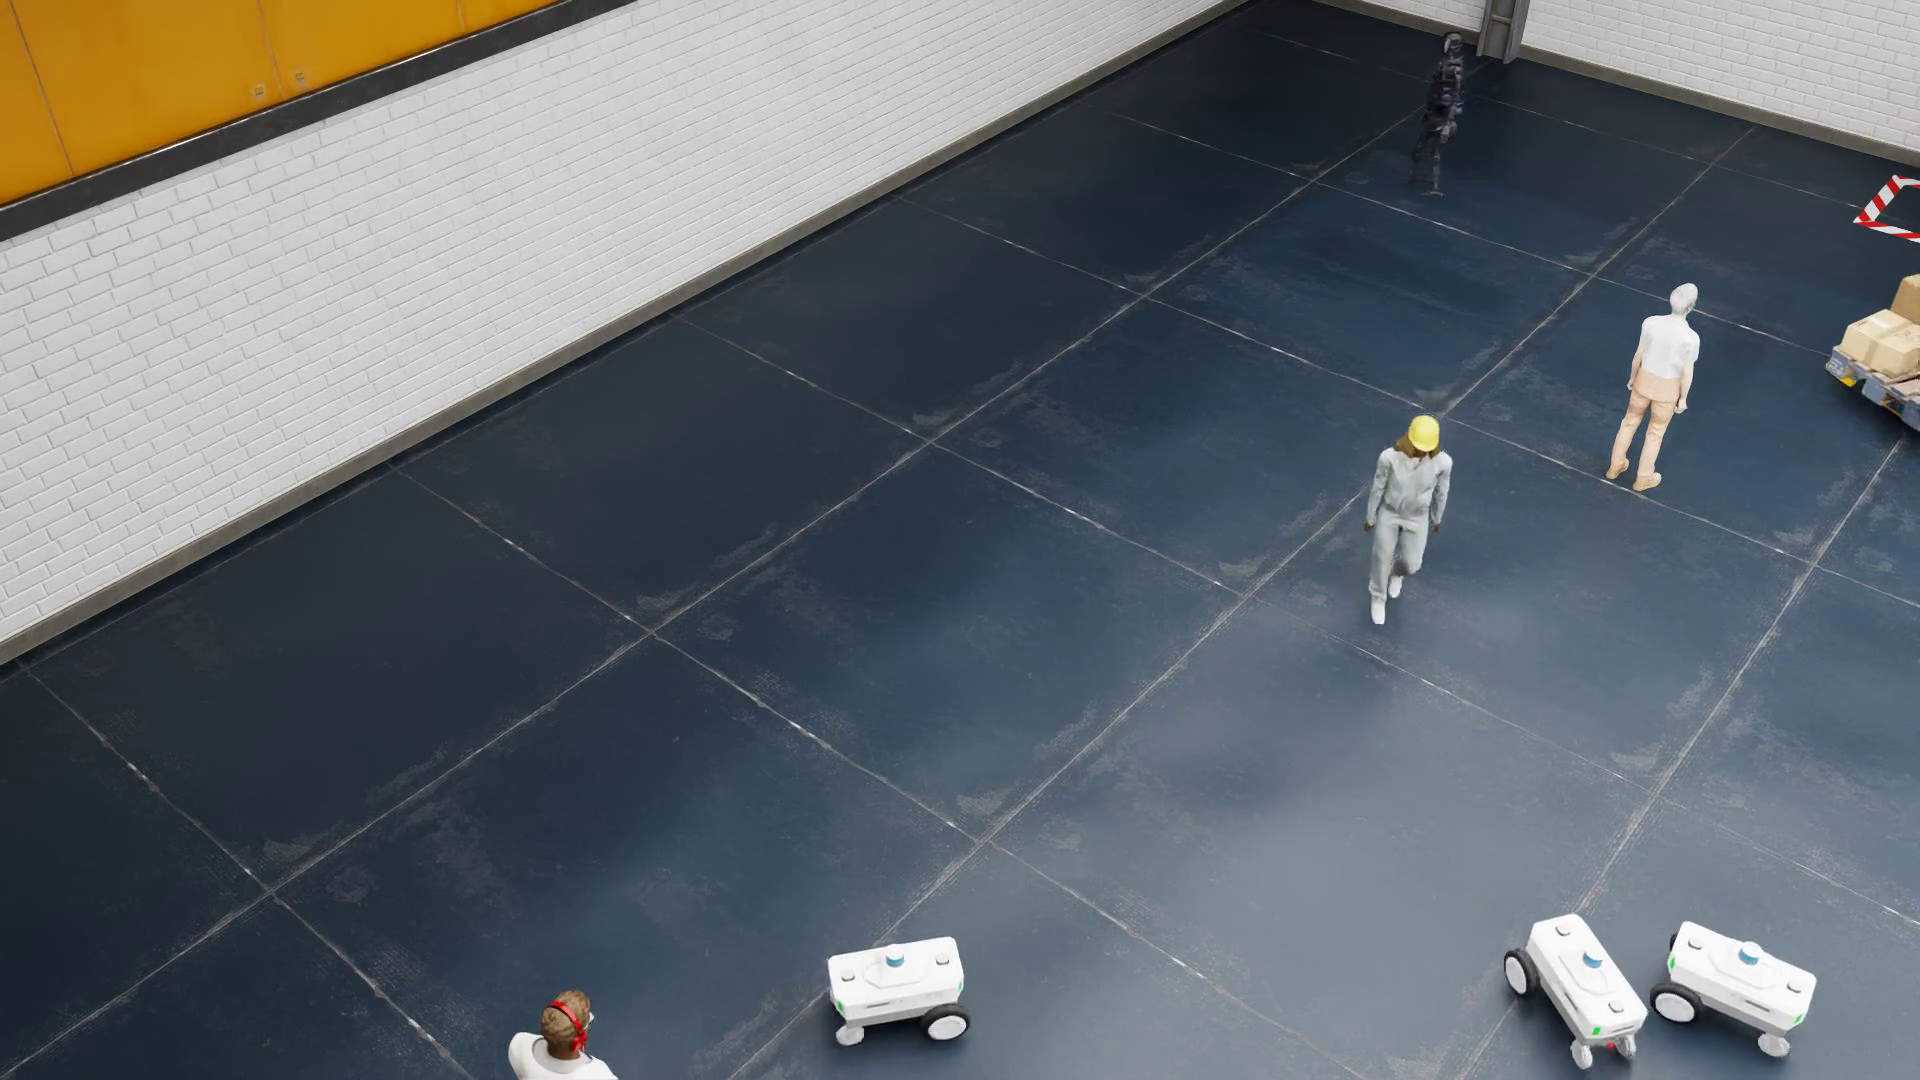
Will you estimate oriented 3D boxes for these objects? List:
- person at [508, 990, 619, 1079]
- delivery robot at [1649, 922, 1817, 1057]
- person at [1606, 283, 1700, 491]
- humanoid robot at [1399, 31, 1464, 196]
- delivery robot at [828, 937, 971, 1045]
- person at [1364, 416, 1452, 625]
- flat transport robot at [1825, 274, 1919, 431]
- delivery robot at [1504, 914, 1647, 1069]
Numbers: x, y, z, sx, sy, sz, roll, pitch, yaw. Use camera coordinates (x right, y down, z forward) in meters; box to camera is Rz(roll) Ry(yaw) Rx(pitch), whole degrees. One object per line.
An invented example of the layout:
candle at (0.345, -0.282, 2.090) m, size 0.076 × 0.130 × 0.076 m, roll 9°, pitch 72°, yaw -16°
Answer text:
person at (-1.738, 2.733, 7.649) m, size 0.567 × 1.833 × 0.402 m, roll 16°, pitch 42°, yaw 19°
delivery robot at (4.210, 2.411, 9.072) m, size 0.795 × 0.602 × 0.499 m, roll 22°, pitch 44°, yaw 25°
person at (5.268, -1.158, 12.544) m, size 0.321 × 1.750 × 0.474 m, roll -30°, pitch 48°, yaw -32°
humanoid robot at (4.697, -4.173, 16.348) m, size 0.395 × 1.648 × 0.608 m, roll -6°, pitch 39°, yaw -7°
delivery robot at (-0.318, 2.425, 9.057) m, size 0.781 × 0.605 × 0.499 m, roll -7°, pitch 39°, yaw -9°
person at (3.023, -0.169, 11.330) m, size 0.510 × 1.722 × 0.433 m, roll 6°, pitch 39°, yaw 7°
flat transport robot at (7.962, -1.185, 13.758) m, size 0.659 × 0.231 × 1.431 m, roll -14°, pitch 41°, yaw -17°
delivery robot at (3.378, 2.416, 9.075) m, size 0.499 × 0.614 × 0.802 m, roll -10°, pitch 40°, yaw -12°
